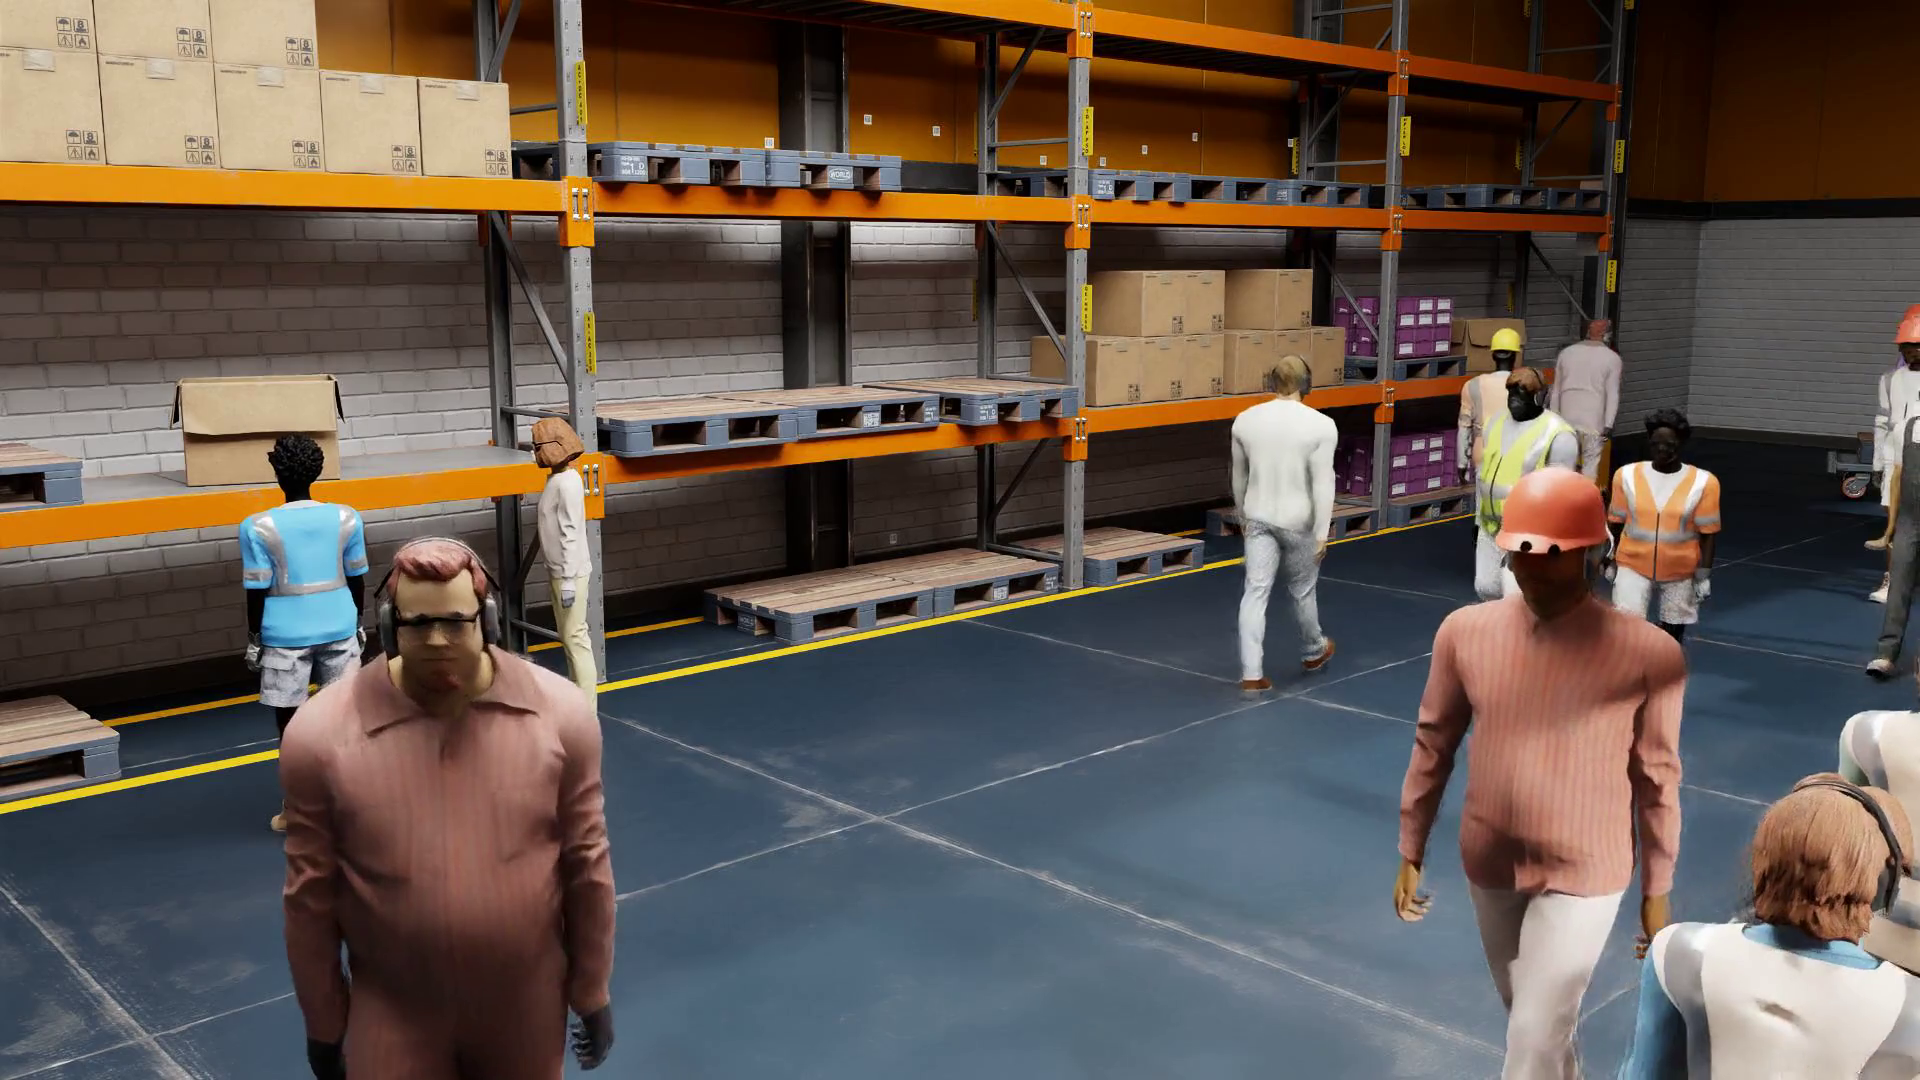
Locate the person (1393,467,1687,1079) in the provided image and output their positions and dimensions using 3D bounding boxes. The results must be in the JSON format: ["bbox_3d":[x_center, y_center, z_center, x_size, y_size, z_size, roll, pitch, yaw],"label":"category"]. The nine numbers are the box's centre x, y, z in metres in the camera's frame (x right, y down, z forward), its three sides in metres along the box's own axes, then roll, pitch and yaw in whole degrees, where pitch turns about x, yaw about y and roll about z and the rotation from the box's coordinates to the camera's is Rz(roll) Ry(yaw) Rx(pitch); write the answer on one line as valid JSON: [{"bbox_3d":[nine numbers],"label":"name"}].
[{"bbox_3d":[1.422,0.773,4.116,0.642,1.944,1.039,8,13,39],"label":"person"}]

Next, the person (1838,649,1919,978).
[{"bbox_3d":[2.287,0.966,3.914,0.522,1.625,0.394,9,13,42],"label":"person"}]

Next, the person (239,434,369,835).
[{"bbox_3d":[-2.742,0.402,6.990,0.540,1.696,0.315,-9,13,-44],"label":"person"}]

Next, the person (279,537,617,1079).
[{"bbox_3d":[-1.014,0.925,3.381,0.643,1.893,0.418,-4,10,-22],"label":"person"}]

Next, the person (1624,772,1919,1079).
[{"bbox_3d":[1.322,1.179,2.664,0.532,1.627,0.392,9,14,44],"label":"person"}]

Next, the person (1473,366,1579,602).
[{"bbox_3d":[3.218,-0.088,9.468,0.621,1.825,0.629,-5,11,-28],"label":"person"}]

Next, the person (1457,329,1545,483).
[{"bbox_3d":[4.009,-0.610,12.322,0.621,1.890,0.907,4,10,21],"label":"person"}]

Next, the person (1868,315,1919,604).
[{"bbox_3d":[6.695,-0.555,11.628,0.583,2.032,0.633,-5,11,-25],"label":"person"}]

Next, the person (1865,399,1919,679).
[{"bbox_3d":[5.603,-0.095,9.616,0.994,1.793,0.525,-8,13,-40],"label":"person"}]

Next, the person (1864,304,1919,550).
[{"bbox_3d":[7.724,-0.885,13.516,0.373,2.044,0.608,-1,10,-5],"label":"person"}]

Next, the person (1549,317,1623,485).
[{"bbox_3d":[5.783,-1.132,15.483,0.634,1.870,0.669,-9,13,-44],"label":"person"}]

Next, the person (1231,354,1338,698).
[{"bbox_3d":[1.830,-0.098,9.369,0.652,1.879,1.020,6,11,32],"label":"person"}]

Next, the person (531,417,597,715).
[{"bbox_3d":[-2.011,0.190,8.441,0.270,1.627,0.497,-4,10,-22],"label":"person"}]

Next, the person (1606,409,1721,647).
[{"bbox_3d":[3.583,0.156,8.506,0.545,1.668,0.437,5,11,27],"label":"person"}]
